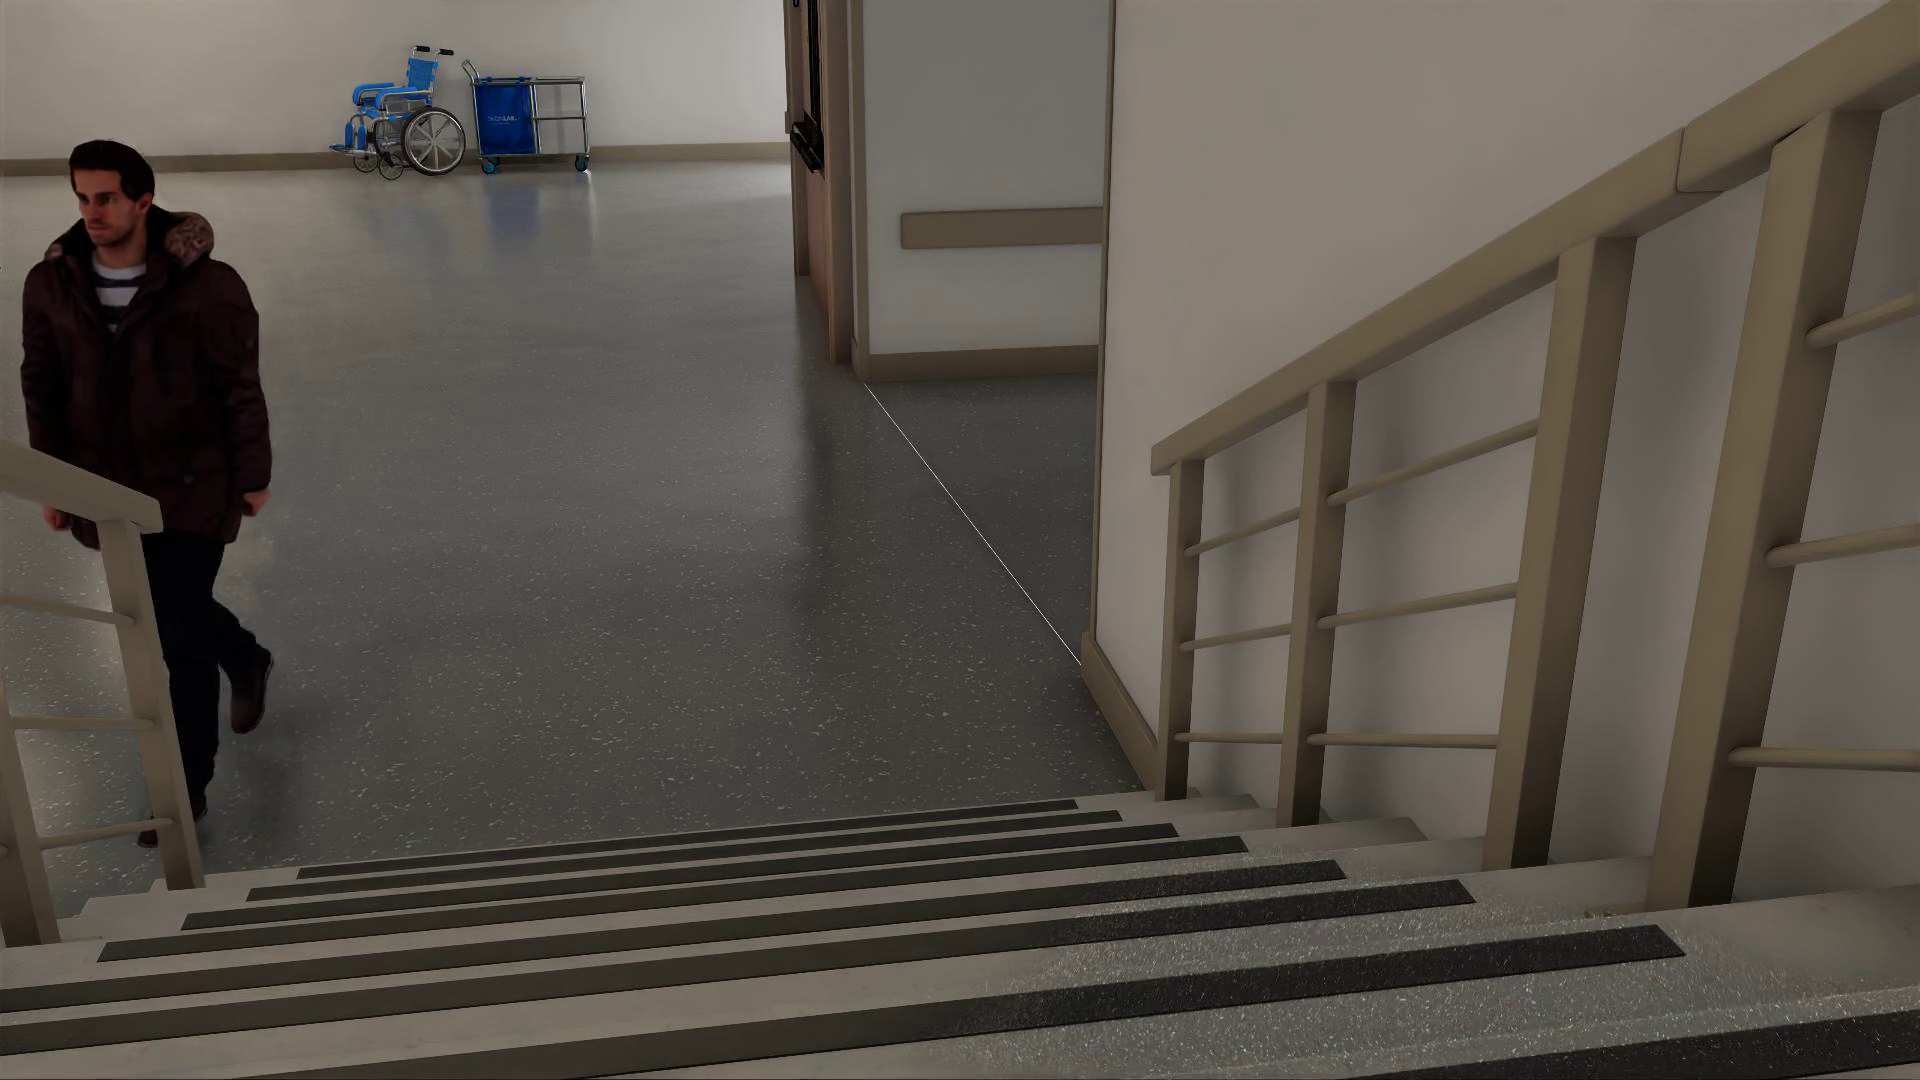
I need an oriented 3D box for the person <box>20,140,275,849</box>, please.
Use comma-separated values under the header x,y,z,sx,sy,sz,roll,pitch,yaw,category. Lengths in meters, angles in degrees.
x,y,z,sx,sy,sz,roll,pitch,yaw,category
-2.166,-0.160,4.571,0.922,1.813,1.244,1,21,3,person
